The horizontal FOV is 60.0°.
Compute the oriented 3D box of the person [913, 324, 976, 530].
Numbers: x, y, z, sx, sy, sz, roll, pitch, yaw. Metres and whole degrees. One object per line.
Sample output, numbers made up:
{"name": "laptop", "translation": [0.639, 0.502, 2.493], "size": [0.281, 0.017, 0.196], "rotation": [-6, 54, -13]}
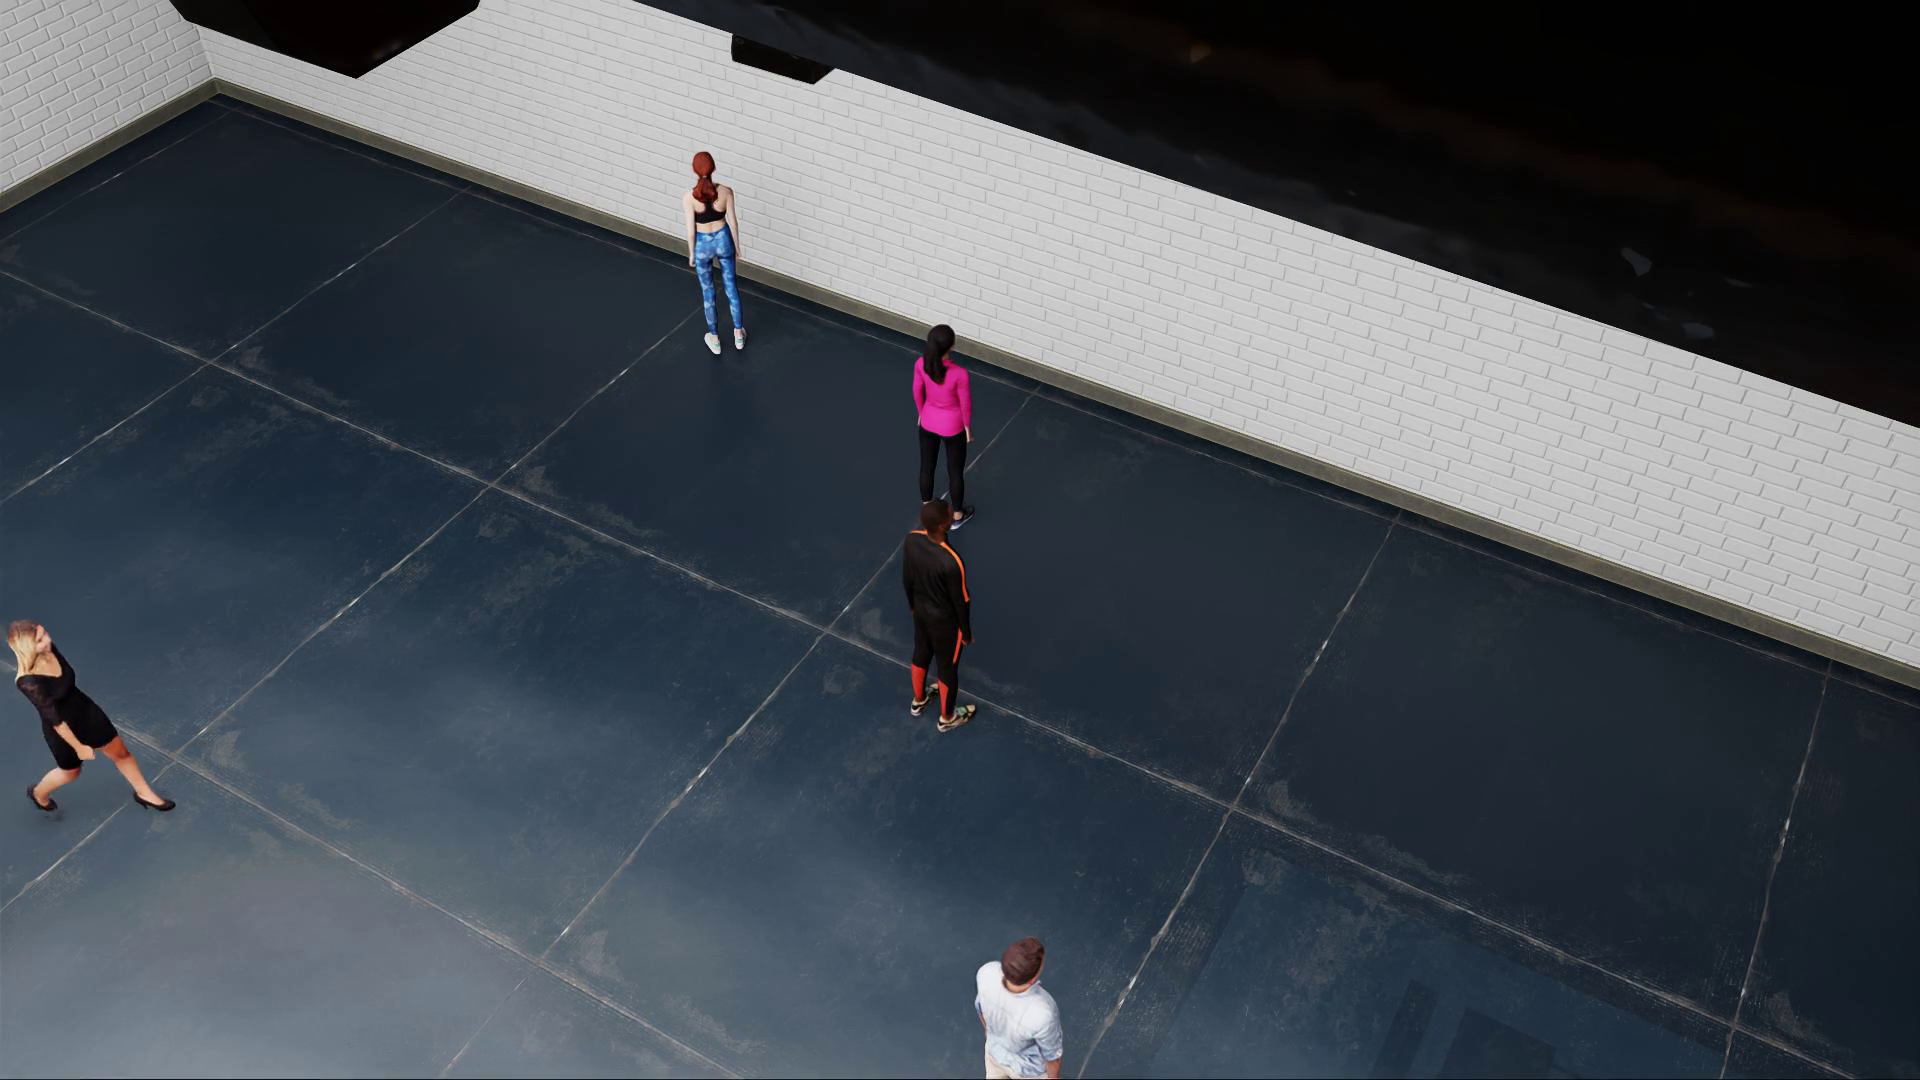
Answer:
{"name": "person", "translation": [-0.124, -0.796, 11.634], "size": [0.594, 1.698, 0.578], "rotation": [18, 46, 18]}

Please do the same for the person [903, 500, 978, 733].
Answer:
{"name": "person", "translation": [-0.143, 0.454, 10.235], "size": [0.671, 1.808, 0.593], "rotation": [31, 52, 28]}

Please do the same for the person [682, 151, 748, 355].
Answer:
{"name": "person", "translation": [-1.940, -2.265, 13.112], "size": [0.681, 1.785, 0.747], "rotation": [-13, 45, -13]}

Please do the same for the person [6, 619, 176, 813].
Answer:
{"name": "person", "translation": [-5.245, 1.103, 9.671], "size": [0.964, 1.646, 1.064], "rotation": [0, 44, 0]}

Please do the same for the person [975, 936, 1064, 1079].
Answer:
{"name": "person", "translation": [0.279, 2.493, 8.066], "size": [0.691, 1.848, 0.620], "rotation": [31, 52, 29]}
